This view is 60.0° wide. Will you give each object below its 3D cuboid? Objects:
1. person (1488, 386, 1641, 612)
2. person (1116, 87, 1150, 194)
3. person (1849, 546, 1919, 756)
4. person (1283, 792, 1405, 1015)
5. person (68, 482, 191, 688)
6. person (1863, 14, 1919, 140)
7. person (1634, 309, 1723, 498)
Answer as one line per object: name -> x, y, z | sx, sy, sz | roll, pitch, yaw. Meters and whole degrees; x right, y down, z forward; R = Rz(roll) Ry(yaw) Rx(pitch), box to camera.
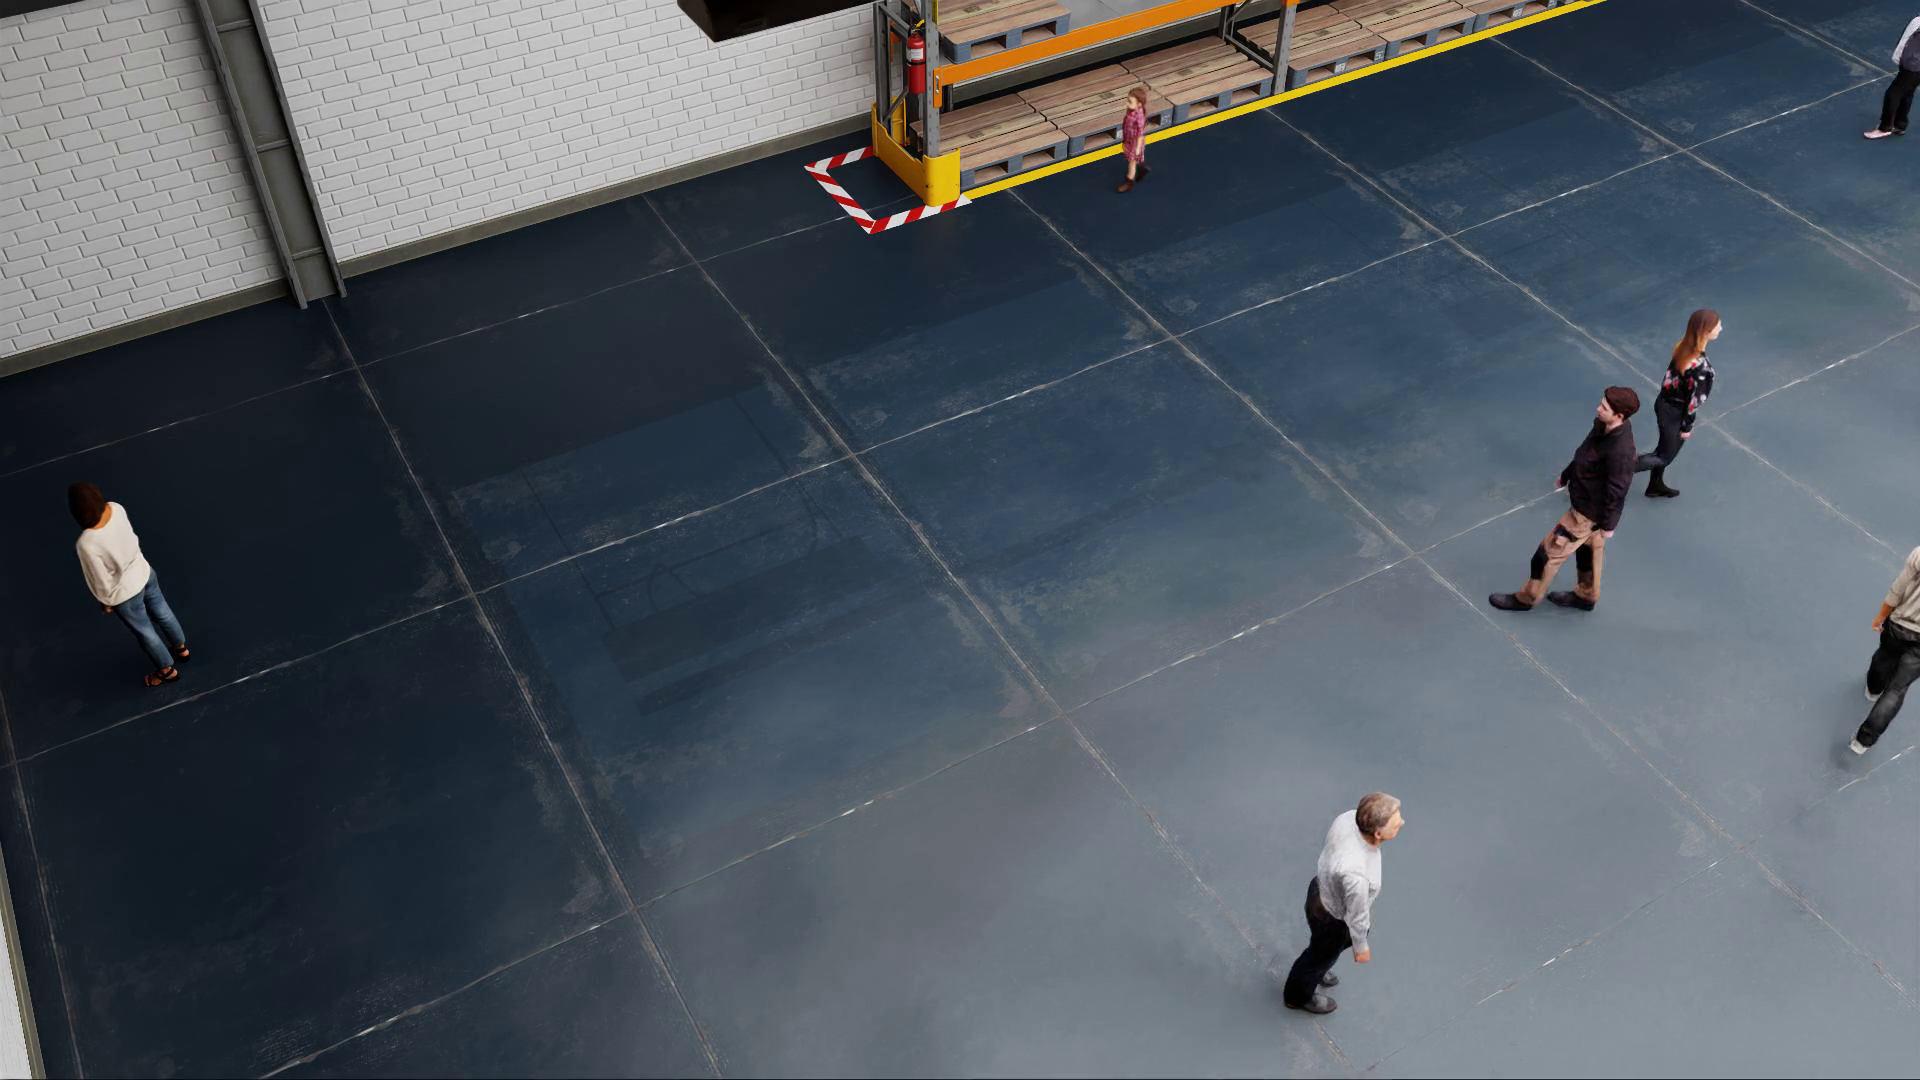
person -> 4.228, -0.214, 10.916 | 1.108, 1.899, 1.033 | 9, 44, 10
person -> 1.619, -3.662, 15.174 | 0.566, 1.019, 0.438 | -19, 47, -19
person -> 5.836, 0.593, 10.159 | 0.989, 1.776, 1.242 | 26, 49, 25
person -> 1.897, 1.918, 8.750 | 0.847, 1.801, 0.799 | 9, 44, 10
person -> -5.288, 0.266, 10.569 | 0.738, 1.683, 0.700 | 6, 44, 6
person -> 9.099, -4.498, 15.643 | 0.870, 1.581, 0.818 | 8, 44, 8
person -> 5.006, -0.914, 11.819 | 1.002, 1.667, 0.881 | 3, 44, 3
